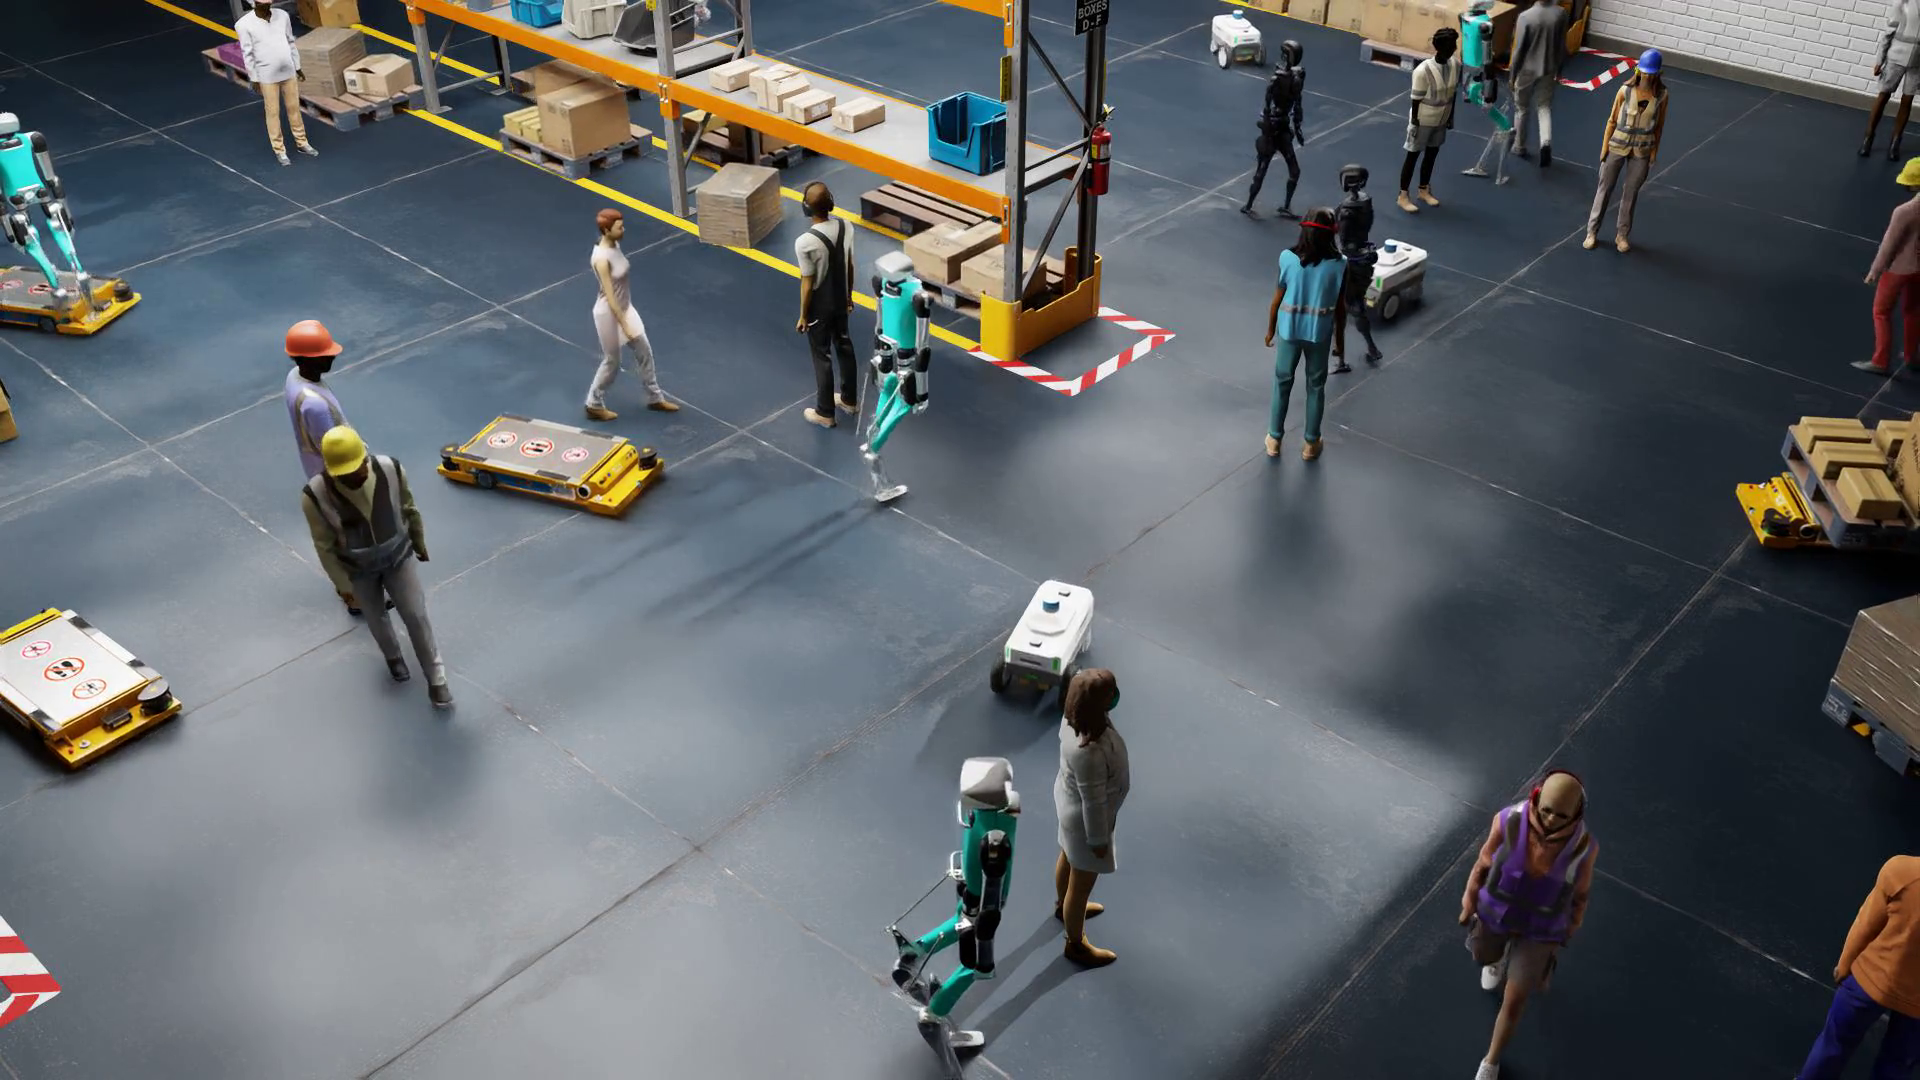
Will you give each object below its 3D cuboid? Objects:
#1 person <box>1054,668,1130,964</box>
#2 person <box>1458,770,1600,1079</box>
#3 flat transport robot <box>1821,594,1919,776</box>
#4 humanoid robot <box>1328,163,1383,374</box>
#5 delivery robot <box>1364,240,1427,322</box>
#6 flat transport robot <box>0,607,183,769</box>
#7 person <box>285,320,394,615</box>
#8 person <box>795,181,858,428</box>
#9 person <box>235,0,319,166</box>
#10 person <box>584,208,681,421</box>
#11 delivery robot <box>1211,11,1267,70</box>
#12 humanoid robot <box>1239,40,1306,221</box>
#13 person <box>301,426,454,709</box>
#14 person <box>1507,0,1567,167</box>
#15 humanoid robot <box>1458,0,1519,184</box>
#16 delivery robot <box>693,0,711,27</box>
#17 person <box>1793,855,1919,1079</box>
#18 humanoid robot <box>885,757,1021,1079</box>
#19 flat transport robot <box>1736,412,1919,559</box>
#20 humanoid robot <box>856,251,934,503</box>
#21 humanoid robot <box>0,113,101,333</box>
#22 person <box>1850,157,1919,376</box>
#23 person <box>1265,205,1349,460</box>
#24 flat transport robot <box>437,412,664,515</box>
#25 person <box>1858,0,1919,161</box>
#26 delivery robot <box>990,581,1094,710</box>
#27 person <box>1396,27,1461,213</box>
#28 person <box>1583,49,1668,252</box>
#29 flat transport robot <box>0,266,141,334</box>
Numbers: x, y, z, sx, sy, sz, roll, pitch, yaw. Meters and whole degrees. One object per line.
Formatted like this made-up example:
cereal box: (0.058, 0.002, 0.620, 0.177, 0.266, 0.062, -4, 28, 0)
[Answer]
person: (0.610, 1.268, 7.746, 0.337, 1.661, 0.483, -3, 35, -4)
person: (2.452, 1.614, 7.240, 0.490, 1.668, 0.767, 18, 39, 24)
flat transport robot: (5.534, 1.199, 9.073, 0.659, 0.231, 1.431, -12, 36, -17)
humanoid robot: (3.008, -2.020, 12.505, 0.486, 1.645, 0.614, 19, 39, 25)
delivery robot: (3.508, -2.187, 13.707, 0.756, 0.571, 0.499, -27, 43, -34)
flat transport robot: (-5.212, 0.806, 9.643, 1.431, 0.231, 0.659, 24, 41, 31)
person: (-3.742, -0.437, 9.977, 0.366, 1.933, 0.550, -18, 39, -24)
person: (-0.953, -1.670, 11.844, 0.325, 1.841, 0.514, 28, 43, 34)
person: (-6.597, -4.519, 16.051, 0.334, 1.748, 0.571, 25, 42, 31)
person: (-2.456, -1.598, 11.916, 0.660, 1.633, 0.452, 5, 35, 8)
delivery robot: (3.115, -5.655, 18.745, 0.499, 0.589, 0.784, -8, 35, -12)
humanoid robot: (2.849, -3.657, 14.875, 0.537, 1.646, 0.589, 28, 43, 34)
person: (-3.221, 0.161, 9.234, 0.598, 1.792, 0.847, -17, 38, -23)
person: (5.527, -4.483, 15.899, 0.569, 1.872, 0.711, -1, 35, -2)
humanoid robot: (5.023, -4.235, 15.681, 0.822, 1.805, 0.579, -8, 35, -12)
delivery robot: (-3.400, -6.493, 19.958, 0.789, 0.587, 0.499, 14, 37, 20)
person: (3.831, 1.788, 6.729, 0.517, 1.972, 0.405, 19, 39, 26)
humanoid robot: (-0.084, 1.673, 7.143, 0.681, 1.855, 0.541, -1, 35, -2)
flat transport robot: (5.996, -0.162, 11.045, 1.431, 0.231, 0.659, 4, 35, 5)
humanoid robot: (-0.535, -0.931, 10.968, 0.719, 1.905, 0.546, -26, 42, -32)
humanoid robot: (-7.102, -2.372, 12.981, 0.798, 1.798, 0.530, 28, 44, 35)
person: (7.118, -2.059, 12.507, 0.652, 1.723, 0.366, -12, 36, -17)
person: (2.374, -1.406, 11.441, 0.542, 1.864, 0.370, 8, 35, 12)
flat transport robot: (-2.859, -0.542, 11.596, 1.431, 0.231, 0.659, 12, 36, 17)
person: (9.155, -4.634, 16.071, 0.546, 1.926, 0.388, 13, 37, 18)
delivery robot: (0.523, 0.570, 9.715, 0.499, 0.575, 0.759, 13, 37, 17)
person: (4.263, -3.810, 15.077, 0.534, 1.692, 0.319, -18, 38, -24)
person: (5.771, -3.350, 14.335, 0.464, 1.778, 0.310, 8, 35, 11)
flat transport robot: (-7.578, -1.976, 13.673, 1.431, 0.231, 0.659, 8, 35, 11)
